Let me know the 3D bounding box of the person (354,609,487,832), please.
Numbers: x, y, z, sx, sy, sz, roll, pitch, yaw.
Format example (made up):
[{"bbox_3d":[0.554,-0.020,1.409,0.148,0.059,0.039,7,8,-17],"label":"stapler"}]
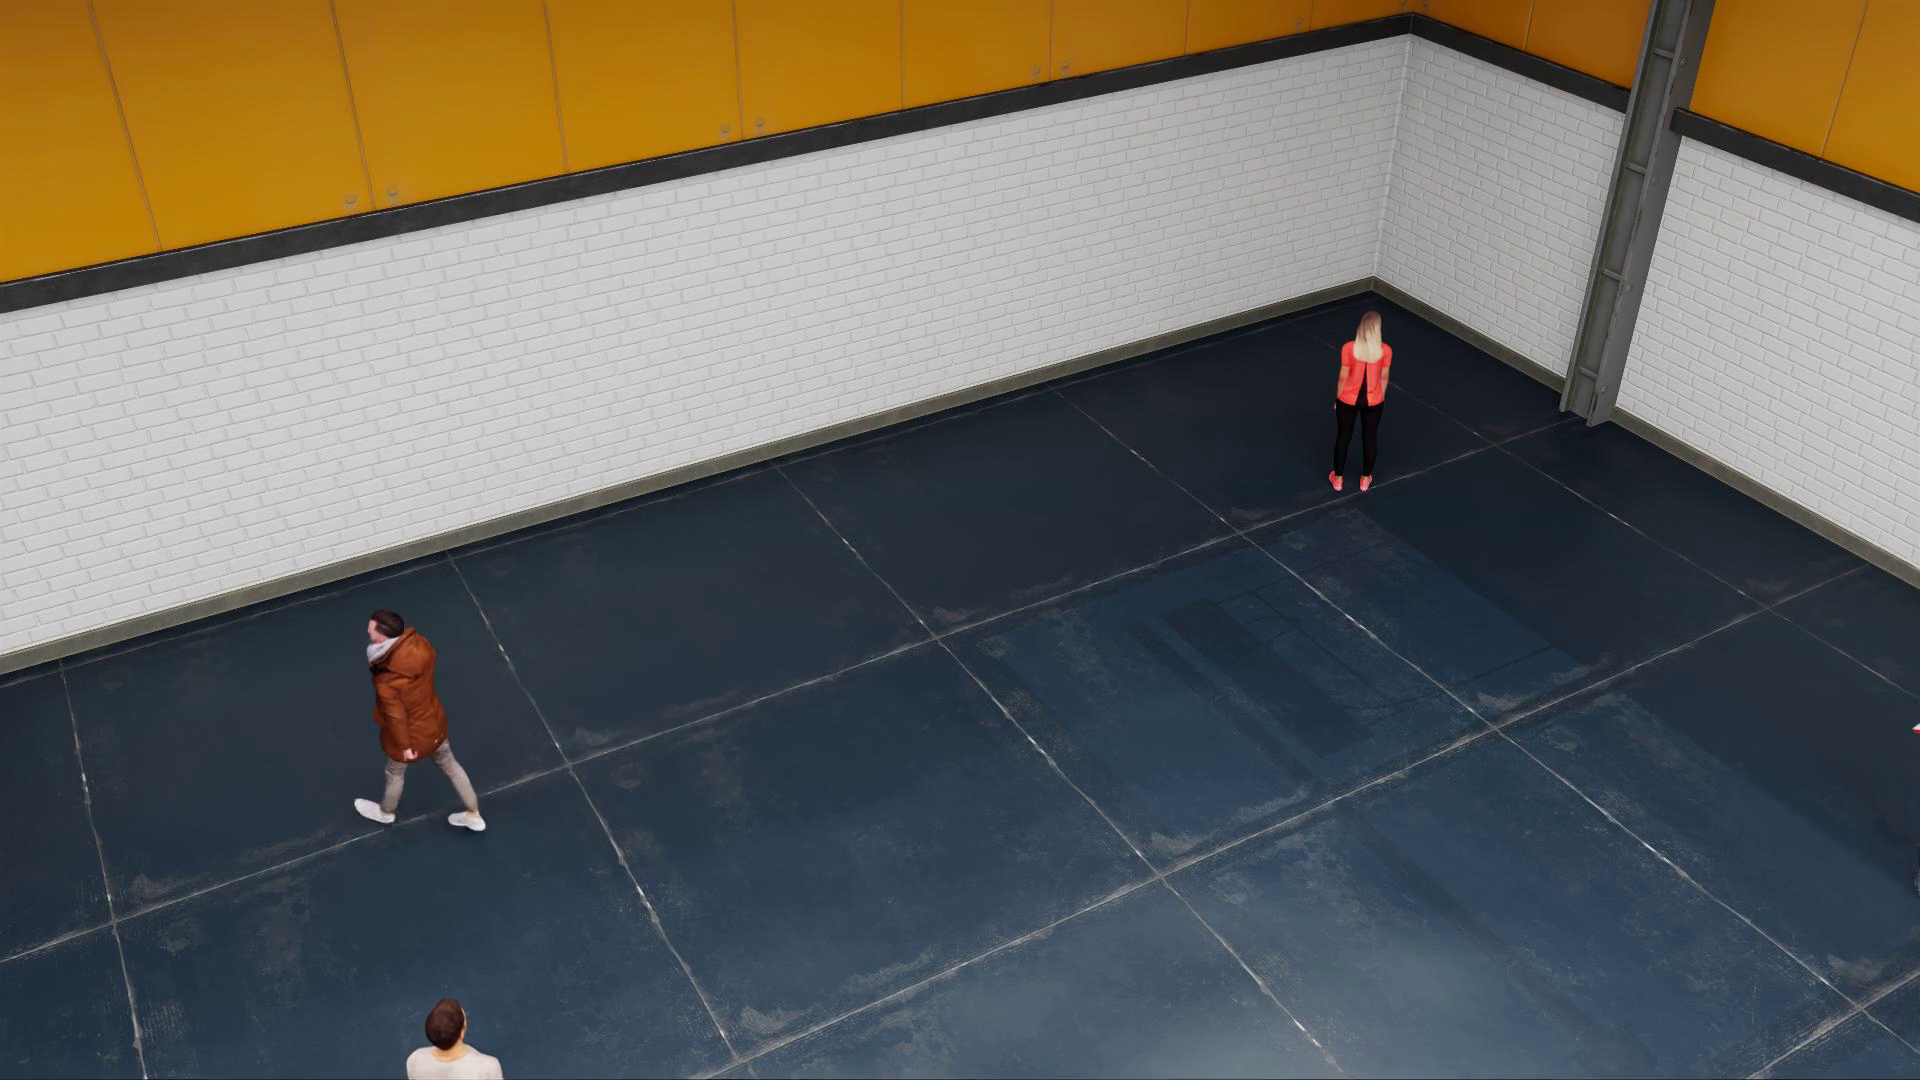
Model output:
[{"bbox_3d":[-3.442,1.226,10.765,1.210,1.790,1.118,11,35,16],"label":"person"}]

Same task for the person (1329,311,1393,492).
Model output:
[{"bbox_3d":[3.491,-1.205,14.508,0.680,1.694,0.718,4,34,6],"label":"person"}]

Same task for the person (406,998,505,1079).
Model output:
[{"bbox_3d":[-2.374,2.923,8.141,0.745,1.868,0.766,3,34,4],"label":"person"}]
